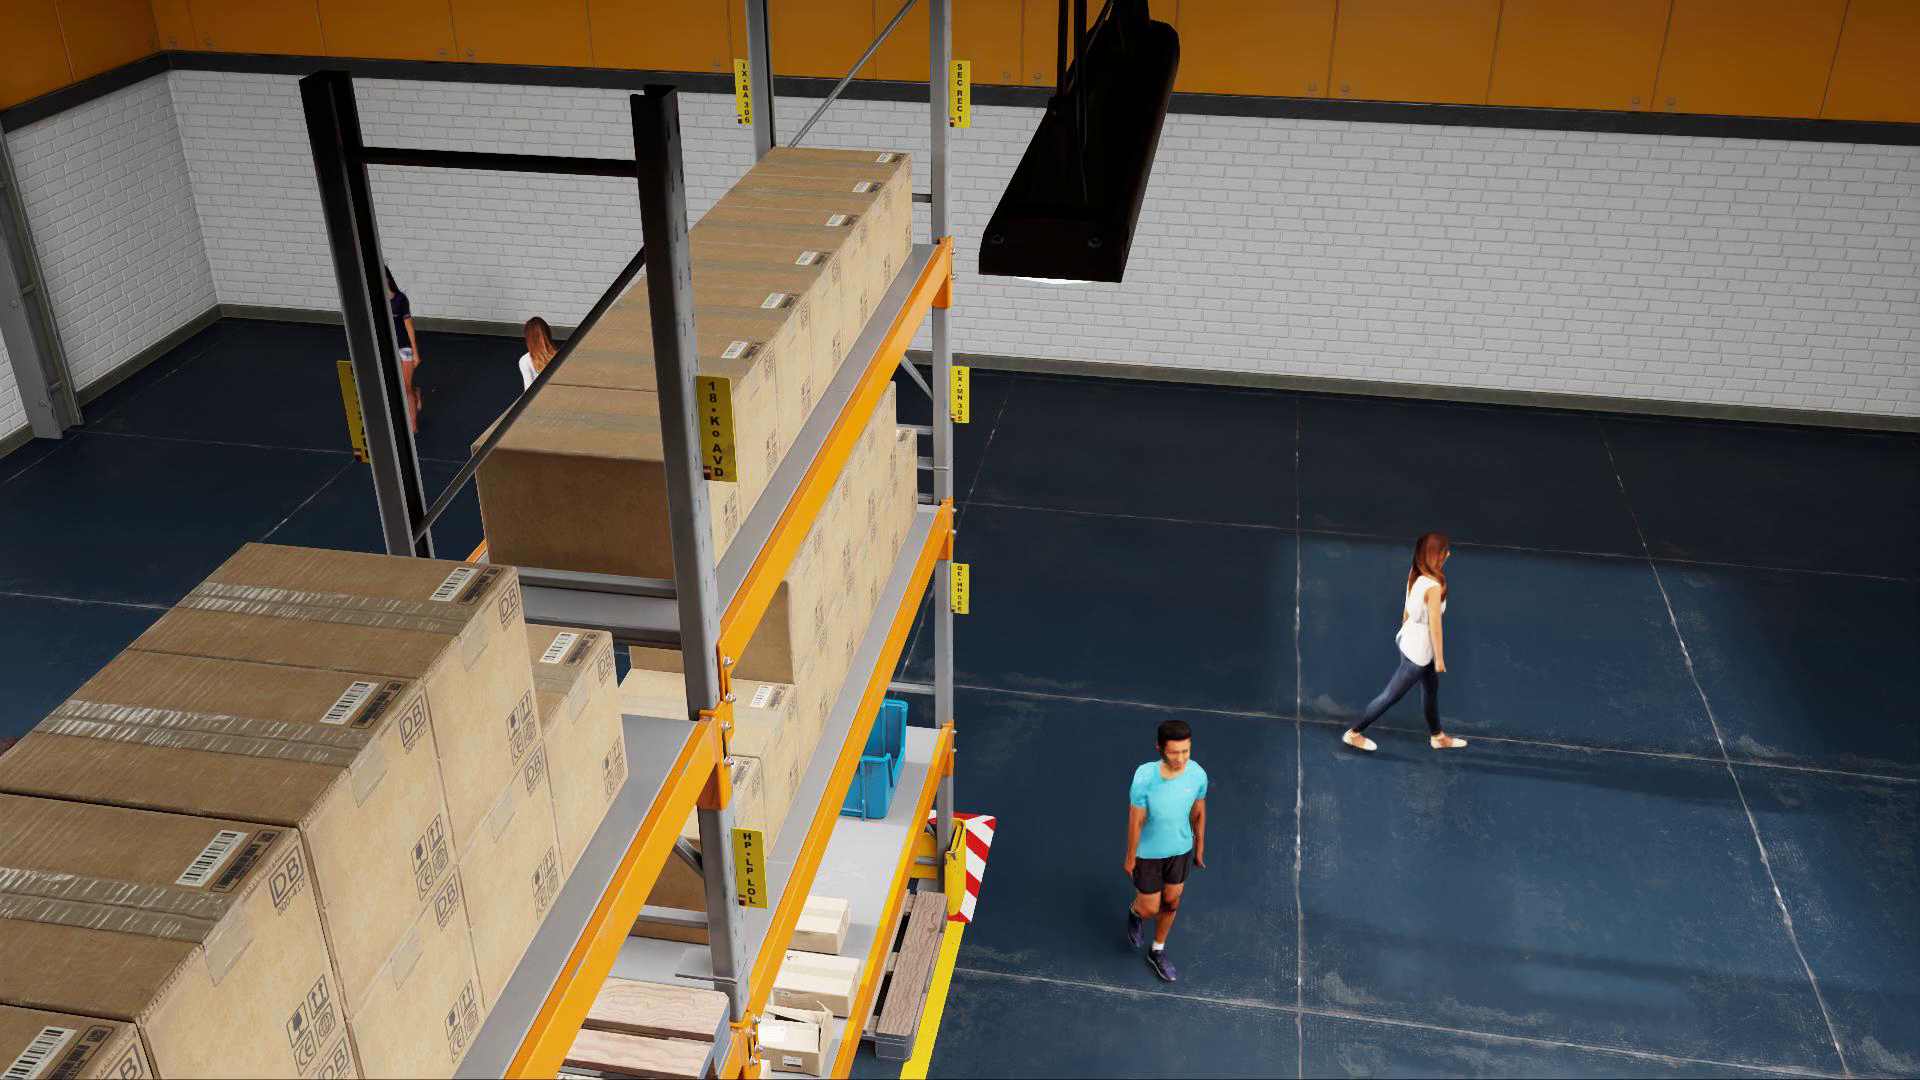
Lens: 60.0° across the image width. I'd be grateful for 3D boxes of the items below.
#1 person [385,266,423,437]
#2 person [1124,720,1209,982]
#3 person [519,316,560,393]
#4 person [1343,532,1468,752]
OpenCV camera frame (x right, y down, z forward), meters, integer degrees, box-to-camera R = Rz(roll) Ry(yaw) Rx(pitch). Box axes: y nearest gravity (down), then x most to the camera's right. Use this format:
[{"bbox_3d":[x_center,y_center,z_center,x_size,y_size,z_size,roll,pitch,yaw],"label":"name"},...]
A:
[{"bbox_3d":[-5.468,-1.888,16.315,0.604,1.742,0.858,3,29,6],"label":"person"},{"bbox_3d":[1.132,1.738,9.647,0.772,1.762,0.845,-7,29,-13],"label":"person"},{"bbox_3d":[-3.702,-1.163,14.960,0.645,1.767,0.727,-24,37,-37],"label":"person"},{"bbox_3d":[3.053,0.760,11.462,0.779,1.740,1.084,1,29,1],"label":"person"}]
